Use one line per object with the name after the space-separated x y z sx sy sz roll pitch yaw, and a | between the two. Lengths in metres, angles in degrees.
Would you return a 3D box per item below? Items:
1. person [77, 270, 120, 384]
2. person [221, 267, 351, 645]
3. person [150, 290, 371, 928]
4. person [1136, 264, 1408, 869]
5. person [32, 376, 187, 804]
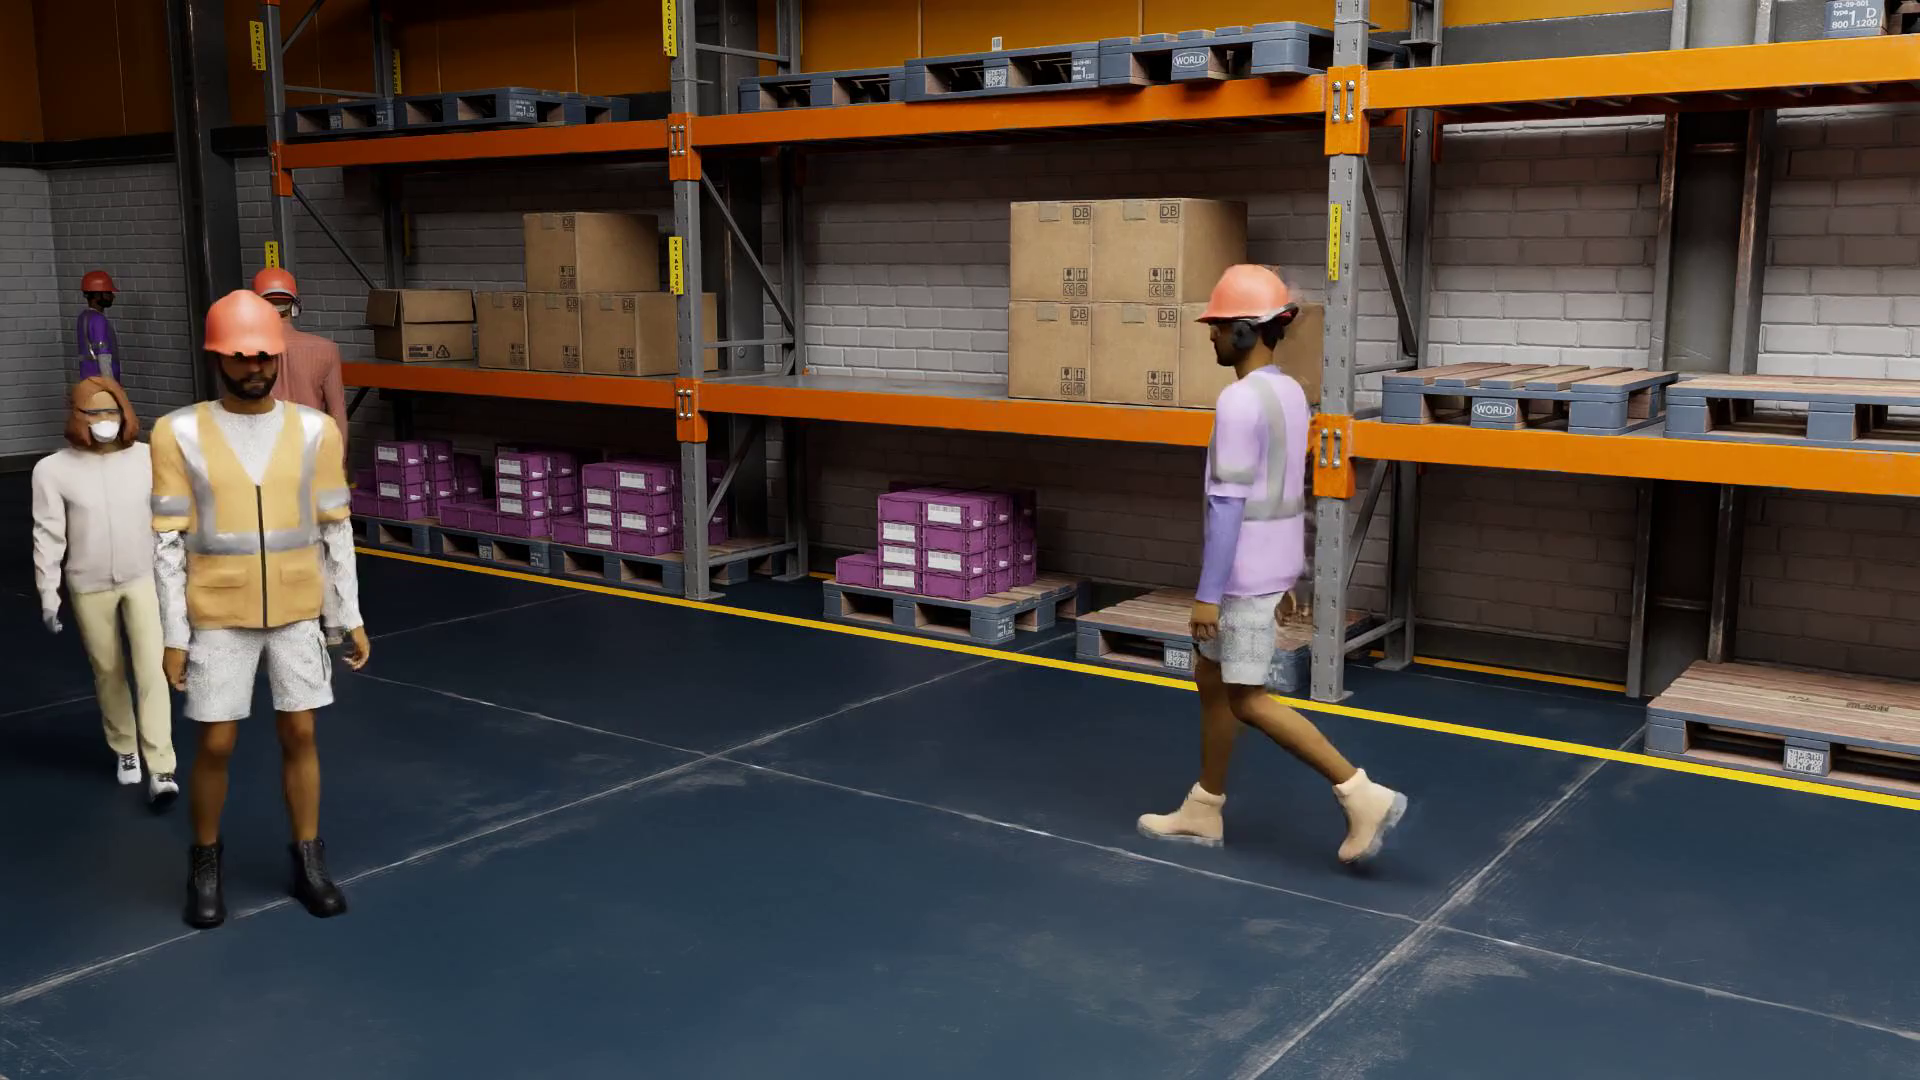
-7.429 -1.360 14.445 0.359 1.938 0.547 -8 12 -39 | person
-3.510 -0.419 8.678 0.622 1.990 0.402 -6 11 -32 | person
-2.130 0.211 5.101 0.624 1.937 0.476 -6 11 -33 | person
1.043 0.104 5.509 0.876 2.019 0.616 4 10 23 | person
-3.129 0.195 6.178 0.526 1.587 0.844 -5 11 -28 | person
